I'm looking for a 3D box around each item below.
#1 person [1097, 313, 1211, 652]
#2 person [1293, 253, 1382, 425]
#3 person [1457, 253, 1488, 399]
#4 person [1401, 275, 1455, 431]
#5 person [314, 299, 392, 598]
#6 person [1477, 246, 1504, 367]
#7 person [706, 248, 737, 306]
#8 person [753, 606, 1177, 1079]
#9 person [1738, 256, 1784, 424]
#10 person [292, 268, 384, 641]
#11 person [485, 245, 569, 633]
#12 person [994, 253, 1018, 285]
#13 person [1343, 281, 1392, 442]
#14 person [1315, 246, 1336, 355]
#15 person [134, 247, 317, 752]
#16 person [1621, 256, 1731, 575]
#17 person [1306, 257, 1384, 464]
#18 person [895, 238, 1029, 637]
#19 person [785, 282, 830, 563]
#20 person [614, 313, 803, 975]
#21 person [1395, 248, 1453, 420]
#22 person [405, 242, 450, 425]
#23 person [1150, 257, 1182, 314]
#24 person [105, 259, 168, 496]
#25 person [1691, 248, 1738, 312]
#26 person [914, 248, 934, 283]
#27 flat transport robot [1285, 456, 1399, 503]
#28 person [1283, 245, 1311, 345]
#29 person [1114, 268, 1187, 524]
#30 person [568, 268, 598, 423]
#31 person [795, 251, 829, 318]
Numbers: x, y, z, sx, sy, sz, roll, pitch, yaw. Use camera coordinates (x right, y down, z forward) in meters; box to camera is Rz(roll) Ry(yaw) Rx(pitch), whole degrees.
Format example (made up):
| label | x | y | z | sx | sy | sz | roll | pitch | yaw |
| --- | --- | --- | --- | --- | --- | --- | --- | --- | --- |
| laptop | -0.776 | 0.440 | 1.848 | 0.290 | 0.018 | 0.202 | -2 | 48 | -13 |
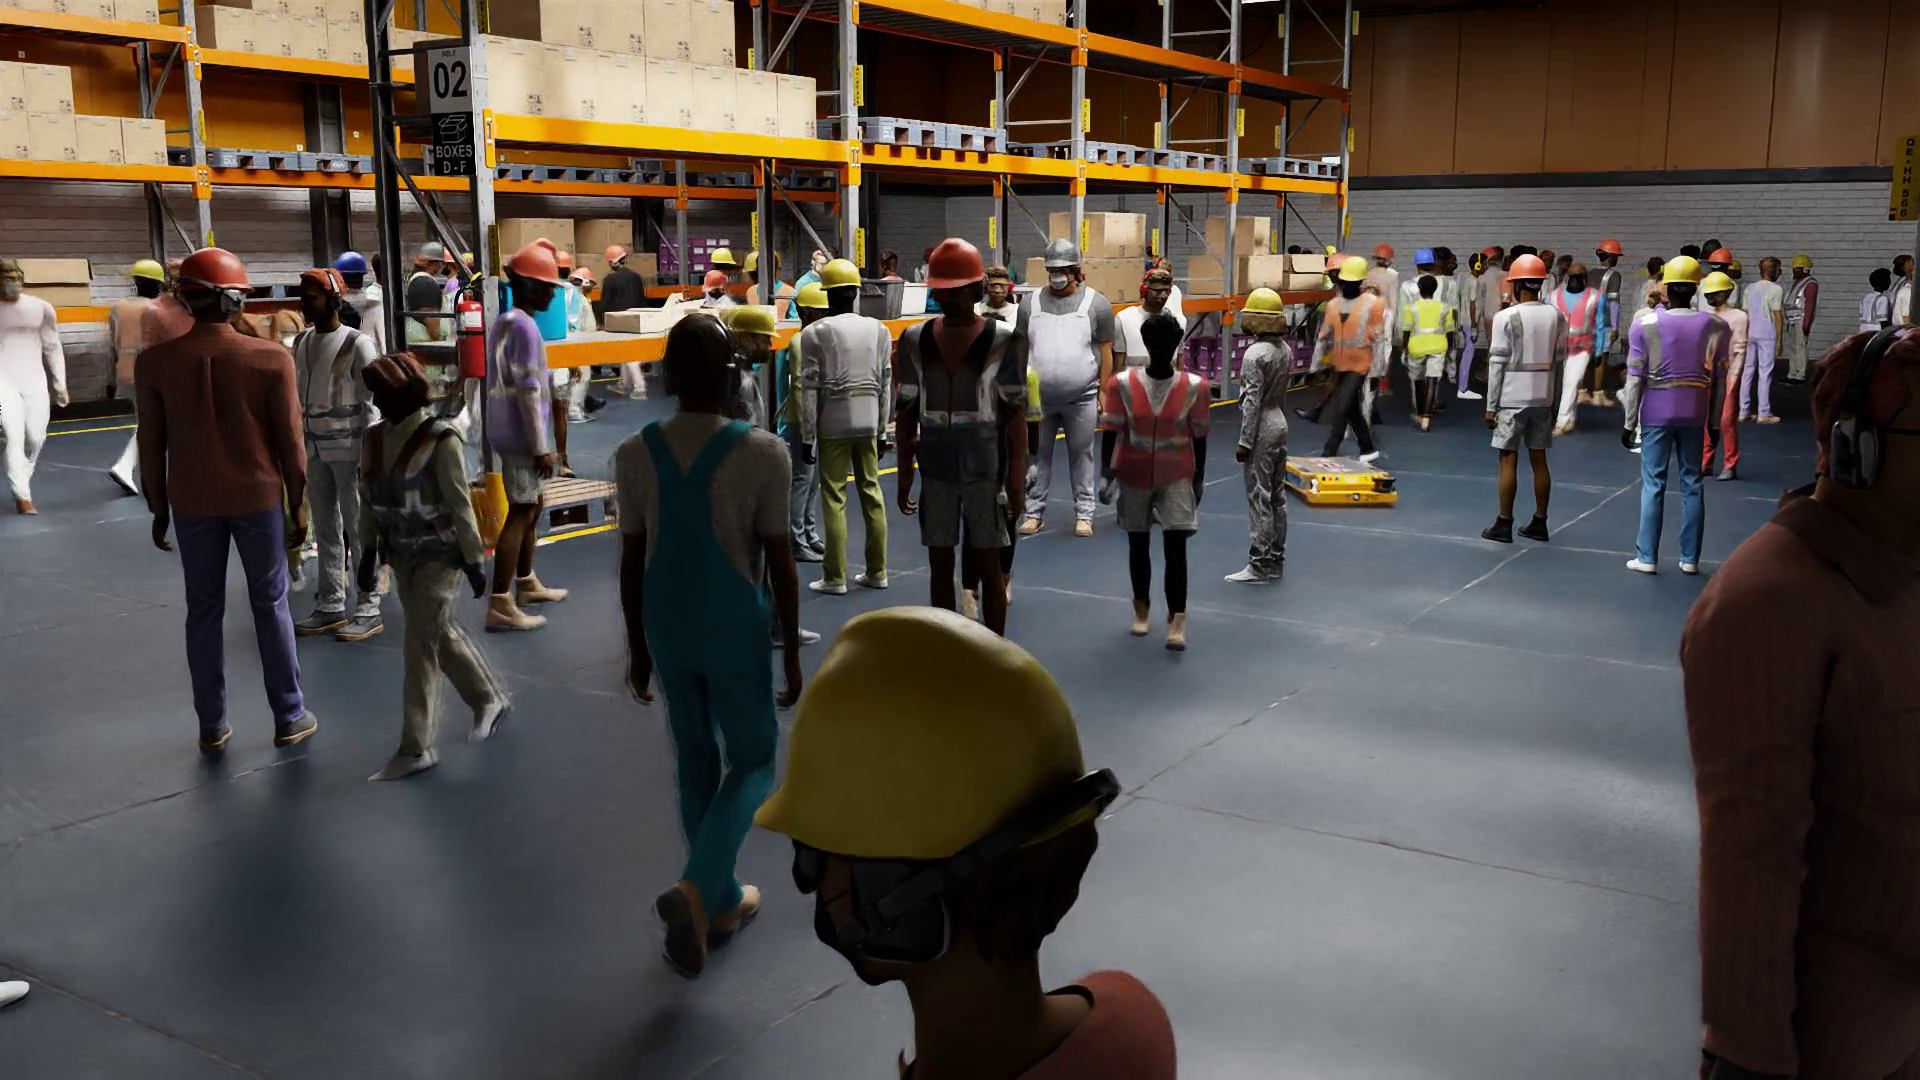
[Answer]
| label | x | y | z | sx | sy | sz | roll | pitch | yaw |
| --- | --- | --- | --- | --- | --- | --- | --- | --- | --- |
| person | 0.953 | -0.278 | 8.231 | 0.552 | 1.661 | 0.843 | 2 | 10 | 10 |
| person | 4.183 | -2.179 | 18.168 | 0.997 | 1.866 | 0.608 | 0 | 10 | 2 |
| person | 6.560 | -2.734 | 21.291 | 0.333 | 1.860 | 0.510 | 2 | 10 | 10 |
| person | 4.995 | -1.996 | 17.777 | 0.547 | 1.640 | 0.853 | 2 | 10 | 12 |
| person | -3.449 | -0.506 | 9.384 | 0.542 | 1.696 | 0.316 | 2 | 10 | 8 |
| person | 8.568 | -3.721 | 26.561 | 0.625 | 1.933 | 0.374 | -8 | 13 | -38 |
| person | -2.793 | -2.451 | 19.524 | 0.379 | 1.924 | 0.594 | -2 | 10 | -11 |
| person | -0.004 | 0.920 | 1.320 | 0.340 | 1.760 | 0.526 | 6 | 12 | 31 |
| person | 8.896 | -2.210 | 18.438 | 0.344 | 1.840 | 0.507 | -5 | 11 | -24 |
| person | -3.182 | -0.429 | 8.450 | 0.572 | 1.883 | 0.356 | 5 | 12 | 28 |
| person | -2.324 | -0.554 | 8.847 | 0.500 | 2.017 | 0.689 | -4 | 11 | -22 |
| person | 0.641 | -3.703 | 26.539 | 0.717 | 1.904 | 0.621 | -5 | 11 | -24 |
| person | 4.018 | -1.764 | 16.573 | 0.520 | 1.623 | 0.409 | 0 | 10 | 2 |
| person | 5.777 | -3.652 | 26.173 | 0.357 | 1.930 | 0.587 | 1 | 10 | 3 |
| person | -2.902 | -0.150 | 6.601 | 0.613 | 1.991 | 0.392 | -2 | 10 | -11 |
| person | 4.308 | -0.744 | 10.067 | 0.590 | 1.926 | 0.388 | 1 | 10 | 7 |
| person | 3.428 | -1.516 | 14.514 | 0.794 | 1.885 | 0.716 | -7 | 12 | -34 |
| person | -0.005 | -0.299 | 7.331 | 0.609 | 2.032 | 0.409 | 3 | 11 | 19 |
| person | -0.929 | -0.740 | 10.524 | 0.333 | 1.760 | 0.526 | 2 | 10 | 9 |
| person | -0.702 | 0.295 | 4.586 | 0.526 | 1.830 | 0.675 | 2 | 10 | 13 |
| person | 5.224 | -2.315 | 18.765 | 0.635 | 1.922 | 0.534 | 0 | 10 | -2 |
| person | -5.720 | -2.205 | 17.851 | 0.581 | 2.000 | 0.720 | -6 | 12 | -30 |
| person | 2.097 | -1.967 | 17.068 | 0.373 | 1.843 | 0.569 | 6 | 12 | 31 |
| person | -6.608 | -1.310 | 13.364 | 0.599 | 1.884 | 0.893 | 3 | 11 | 15 |
| person | 8.613 | -2.355 | 18.994 | 0.381 | 1.928 | 0.546 | -7 | 12 | -34 |
| person | -0.536 | -4.286 | 29.850 | 0.568 | 1.878 | 0.351 | -1 | 10 | -4 |
| flat transport robot | 2.968 | -0.496 | 13.283 | 0.652 | 0.197 | 1.431 | 0 | 10 | -3 |
| person | 5.422 | -3.810 | 27.014 | 0.602 | 1.948 | 0.414 | 3 | 11 | 16 |
| person | 1.330 | -0.997 | 11.763 | 0.561 | 1.828 | 0.419 | -4 | 11 | -21 |
| person | -4.191 | -2.159 | 18.504 | 0.343 | 1.717 | 0.616 | -1 | 10 | -7 |
| person | -1.592 | -2.343 | 19.006 | 0.406 | 1.902 | 0.636 | 6 | 12 | 32 |
